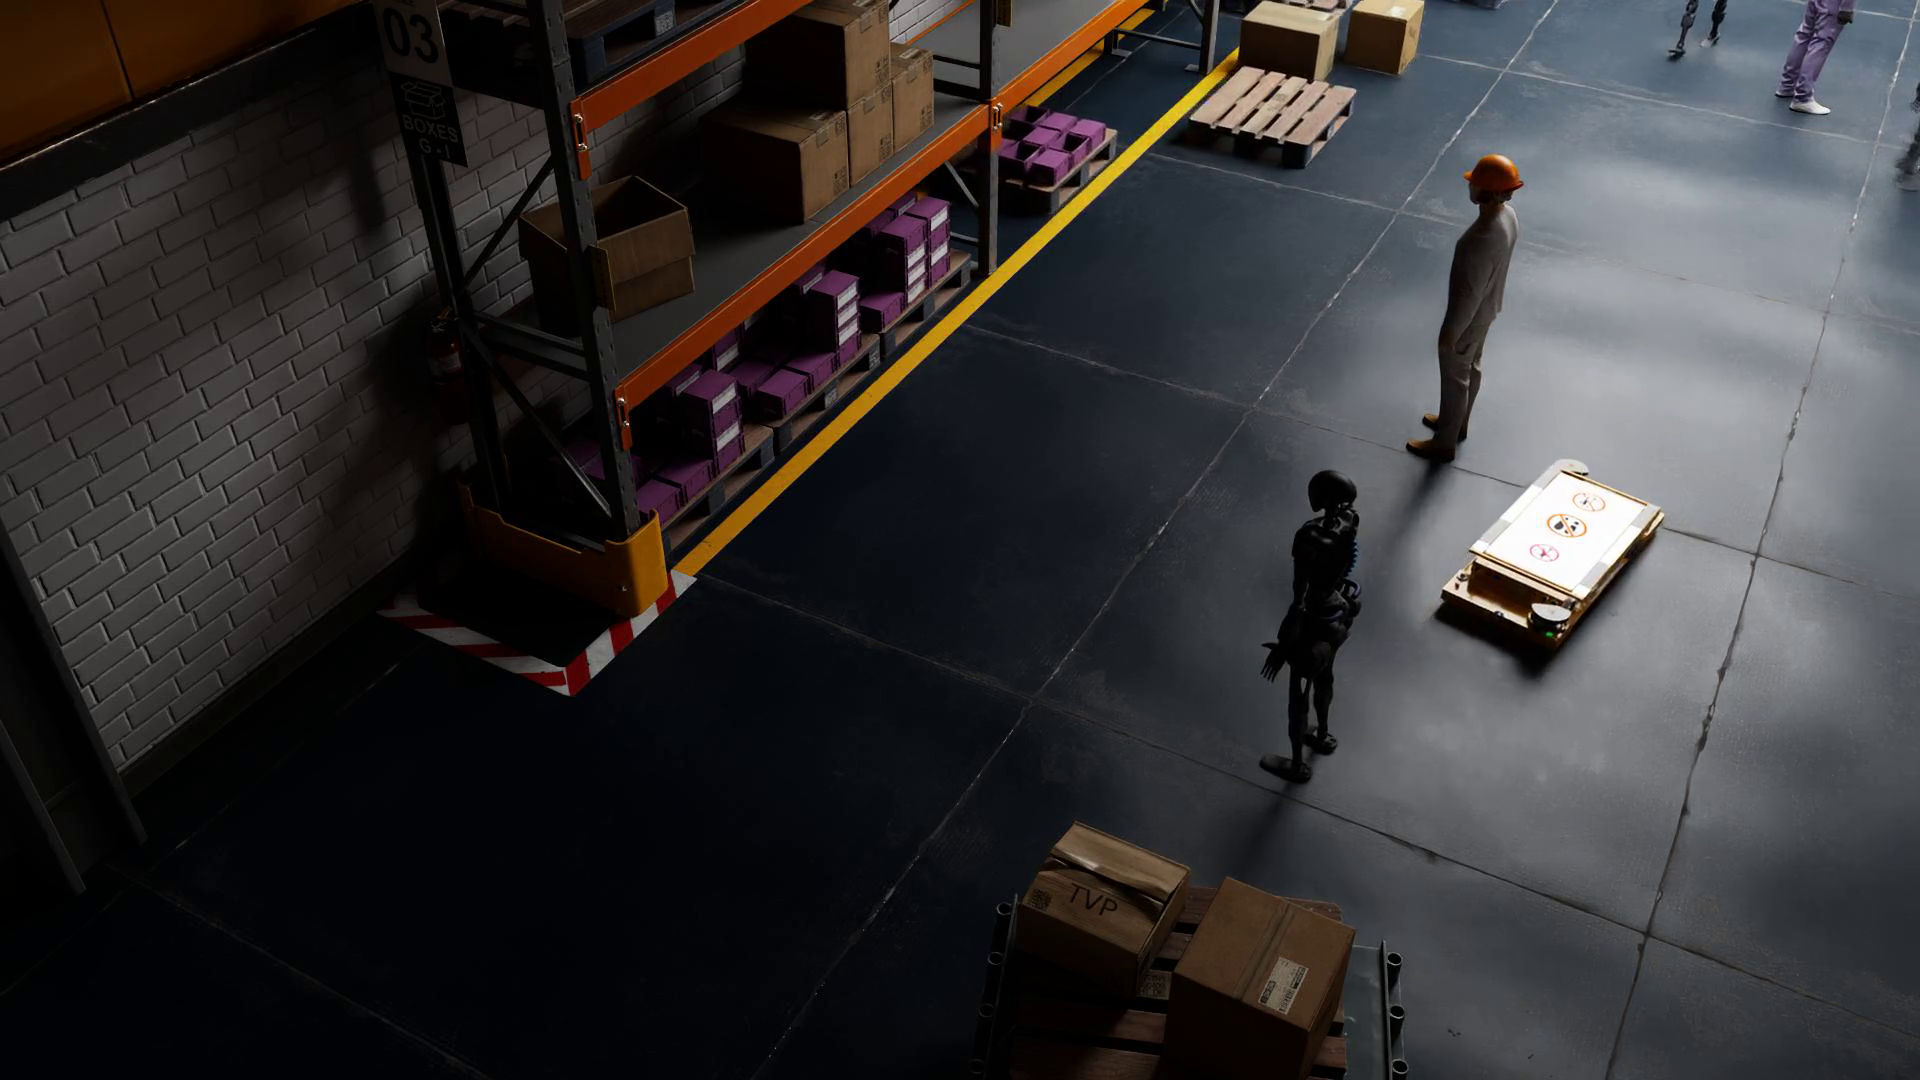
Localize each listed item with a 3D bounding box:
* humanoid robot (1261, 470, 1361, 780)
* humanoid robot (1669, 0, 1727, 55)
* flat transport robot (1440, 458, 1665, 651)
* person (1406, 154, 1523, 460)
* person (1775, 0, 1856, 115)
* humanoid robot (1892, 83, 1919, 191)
[{"bbox_3d":[1.628,0.377,7.617,0.336,1.651,0.584,25,45,28],"label":"humanoid robot"},{"bbox_3d":[6.568,-4.993,14.368,0.584,1.630,0.800,27,46,29],"label":"humanoid robot"},{"bbox_3d":[3.291,0.049,9.159,0.659,0.231,1.431,28,46,30],"label":"flat transport robot"},{"bbox_3d":[2.922,-1.328,9.579,0.359,1.894,0.584,21,43,24],"label":"person"},{"bbox_3d":[7.091,-4.420,13.435,0.403,1.907,0.644,1,39,2],"label":"person"},{"bbox_3d":[7.371,-3.450,12.415,0.608,1.647,0.445,-17,42,-20],"label":"humanoid robot"}]
